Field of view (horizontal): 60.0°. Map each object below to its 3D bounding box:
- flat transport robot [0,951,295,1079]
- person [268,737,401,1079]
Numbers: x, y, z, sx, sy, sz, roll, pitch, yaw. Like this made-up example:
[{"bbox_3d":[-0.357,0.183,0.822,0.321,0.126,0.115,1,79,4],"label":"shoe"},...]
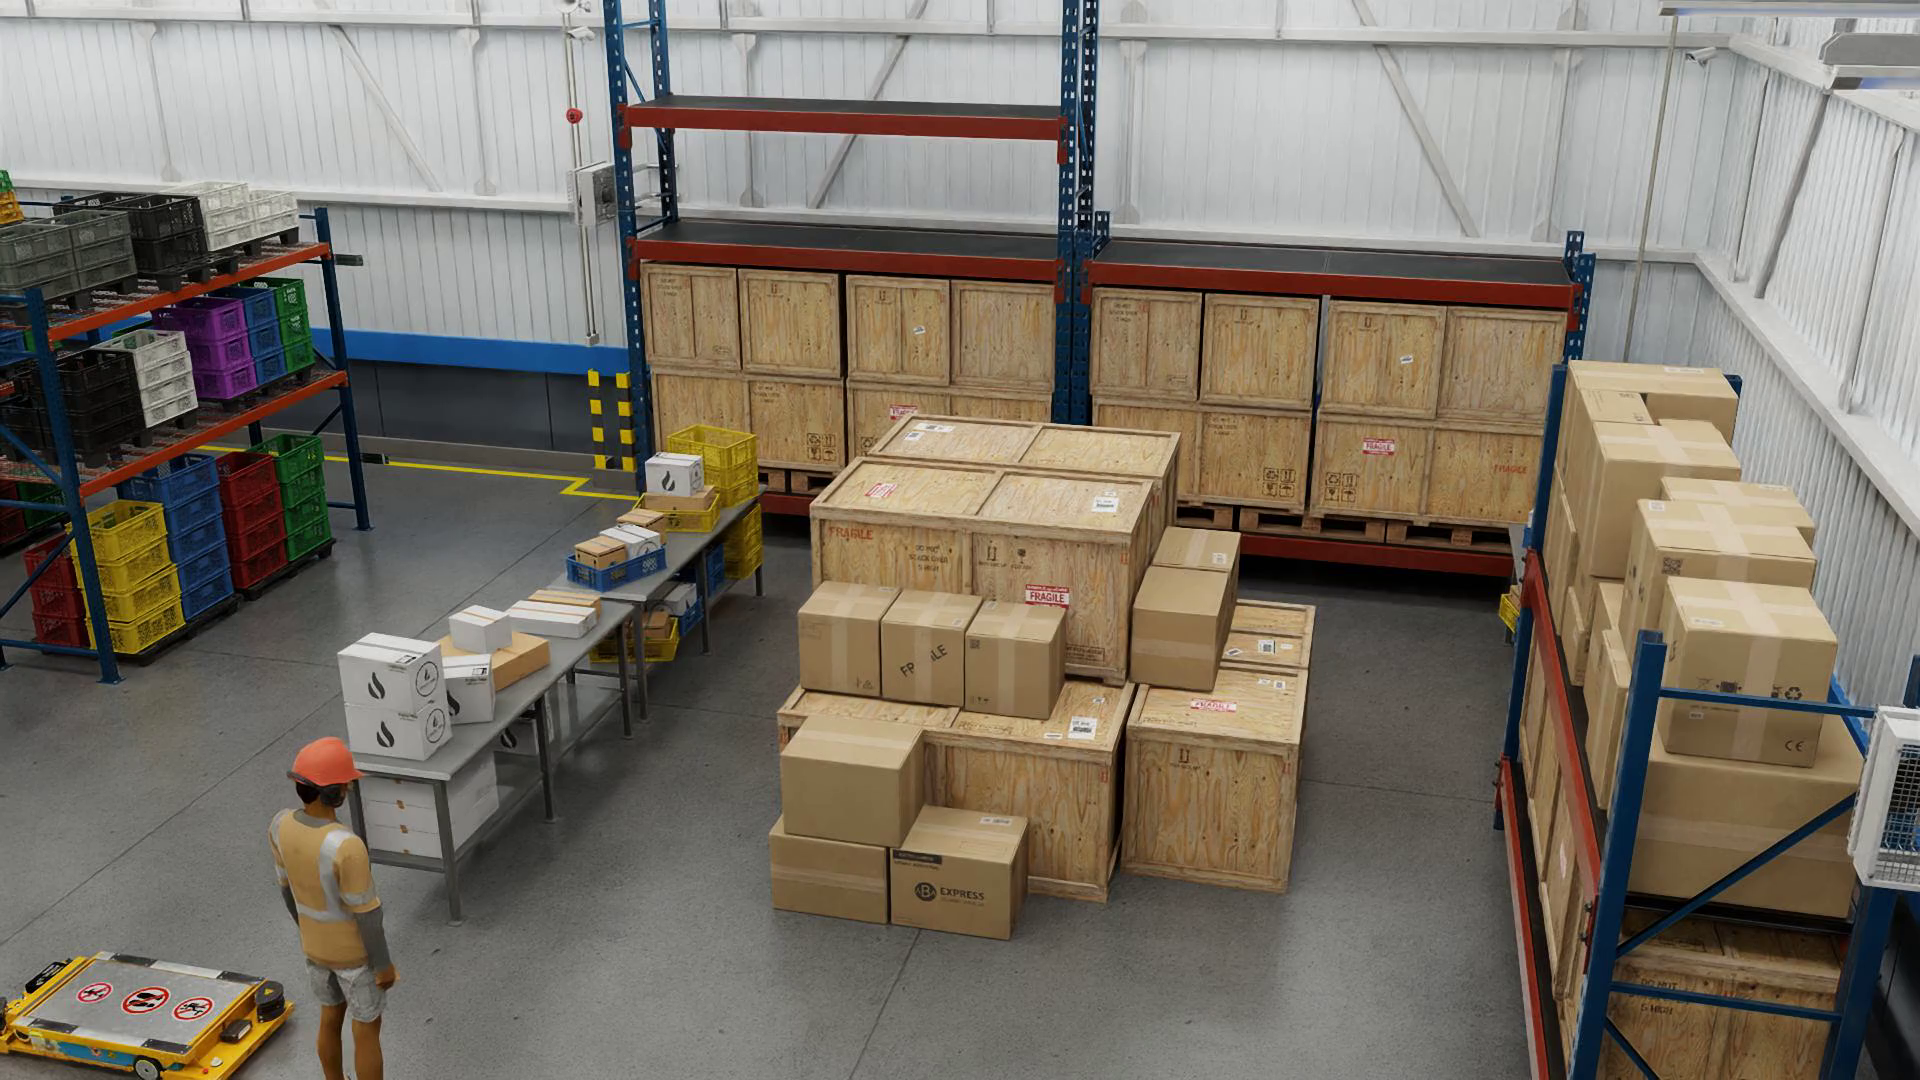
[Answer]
[{"bbox_3d":[-4.270,2.464,8.601,1.431,0.231,0.659,5,22,13],"label":"flat transport robot"},{"bbox_3d":[-2.852,1.855,7.726,0.604,2.034,0.382,12,24,29],"label":"person"}]
